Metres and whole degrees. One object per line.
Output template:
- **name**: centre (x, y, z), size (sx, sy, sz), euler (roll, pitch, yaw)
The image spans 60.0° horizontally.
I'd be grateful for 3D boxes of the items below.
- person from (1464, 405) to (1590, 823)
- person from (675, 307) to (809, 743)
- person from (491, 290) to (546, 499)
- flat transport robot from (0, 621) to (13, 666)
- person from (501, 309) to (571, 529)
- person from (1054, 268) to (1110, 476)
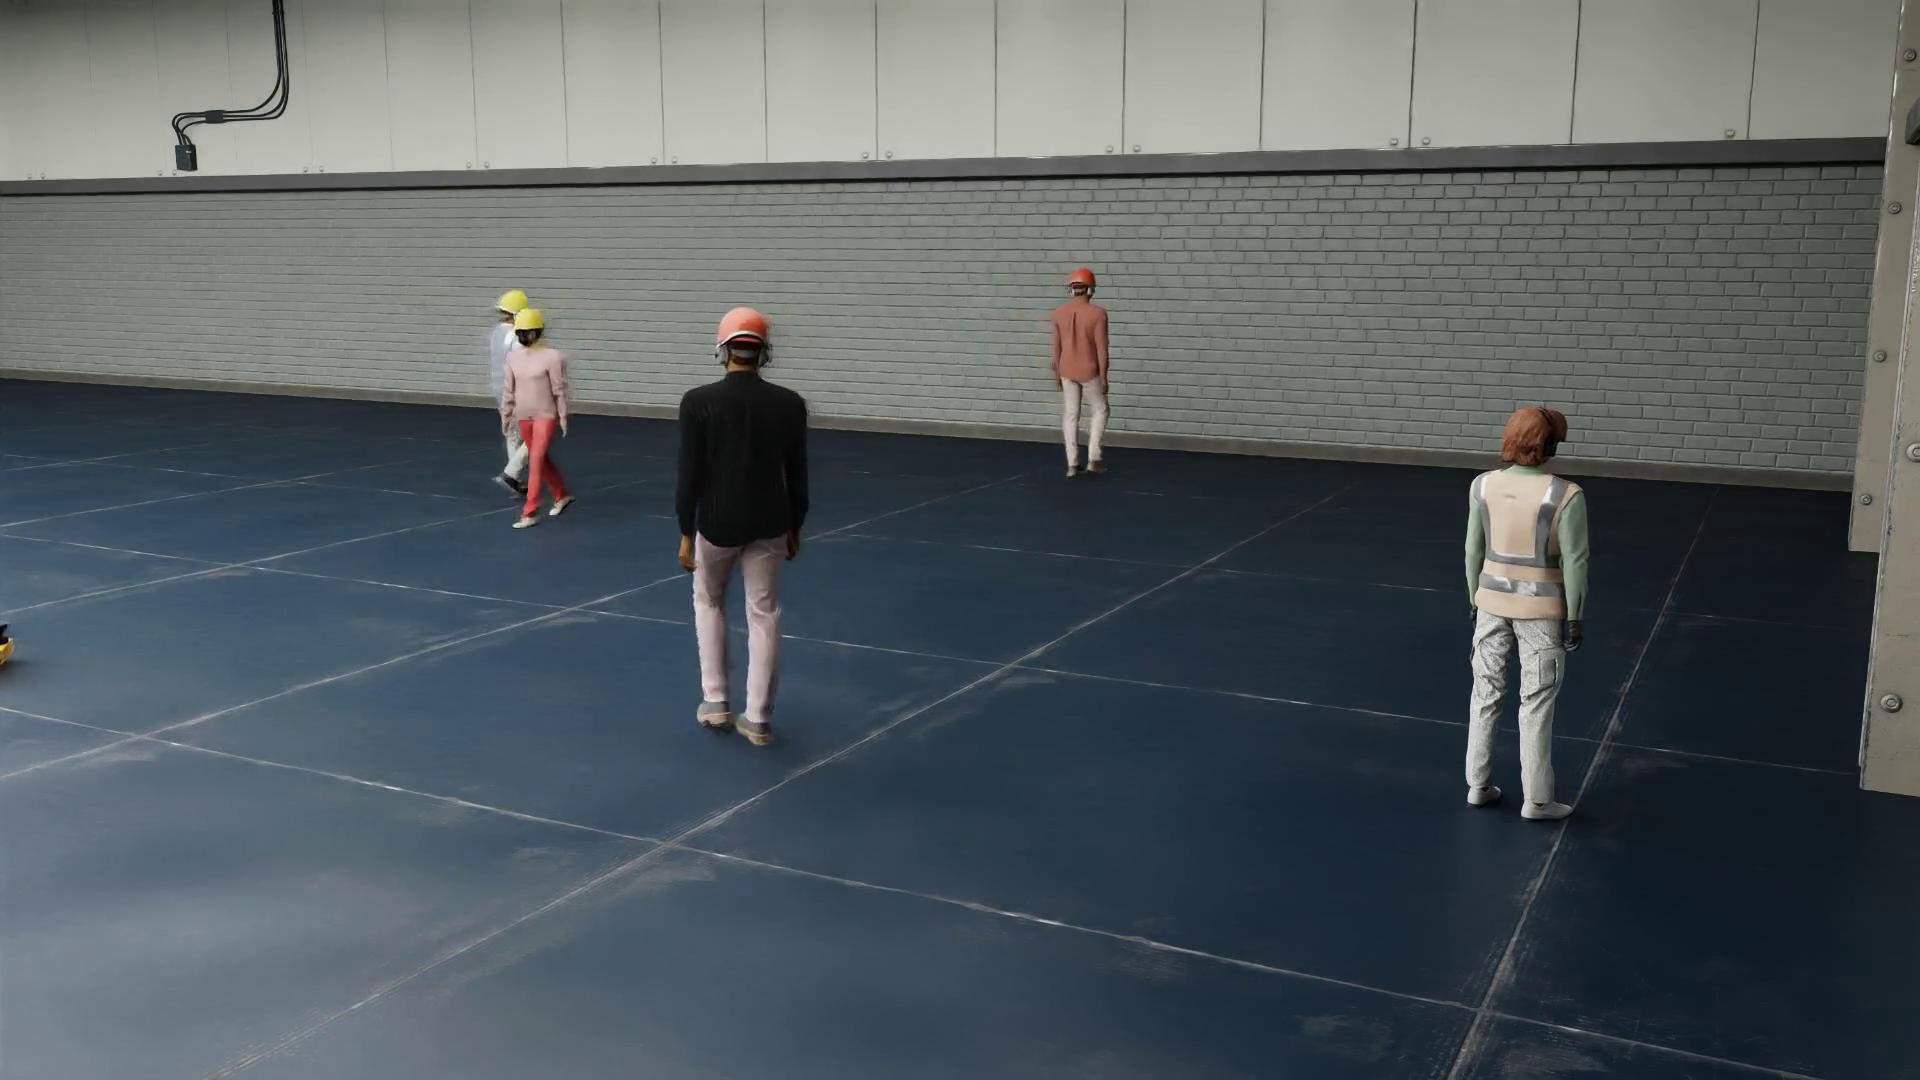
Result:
- **person**: centre (2.215, 0.291, 6.549), size (0.309, 1.641, 0.514), euler (-9, 14, -41)
- **person**: centre (-1.015, -0.077, 7.659), size (0.637, 1.966, 0.679), euler (-4, 11, -21)
- **person**: centre (-3.821, -1.243, 14.410), size (0.415, 1.822, 0.614), euler (-8, 13, -37)
- **flat transport robot**: centre (-5.722, 0.616, 8.511), size (1.431, 0.197, 0.652), euler (-4, 11, -19)
- **person**: centre (-3.384, -0.997, 13.352), size (0.541, 1.726, 0.900), euler (4, 11, 22)
- **person**: centre (1.206, -1.608, 15.957), size (0.654, 1.979, 0.572), euler (7, 13, 35)
